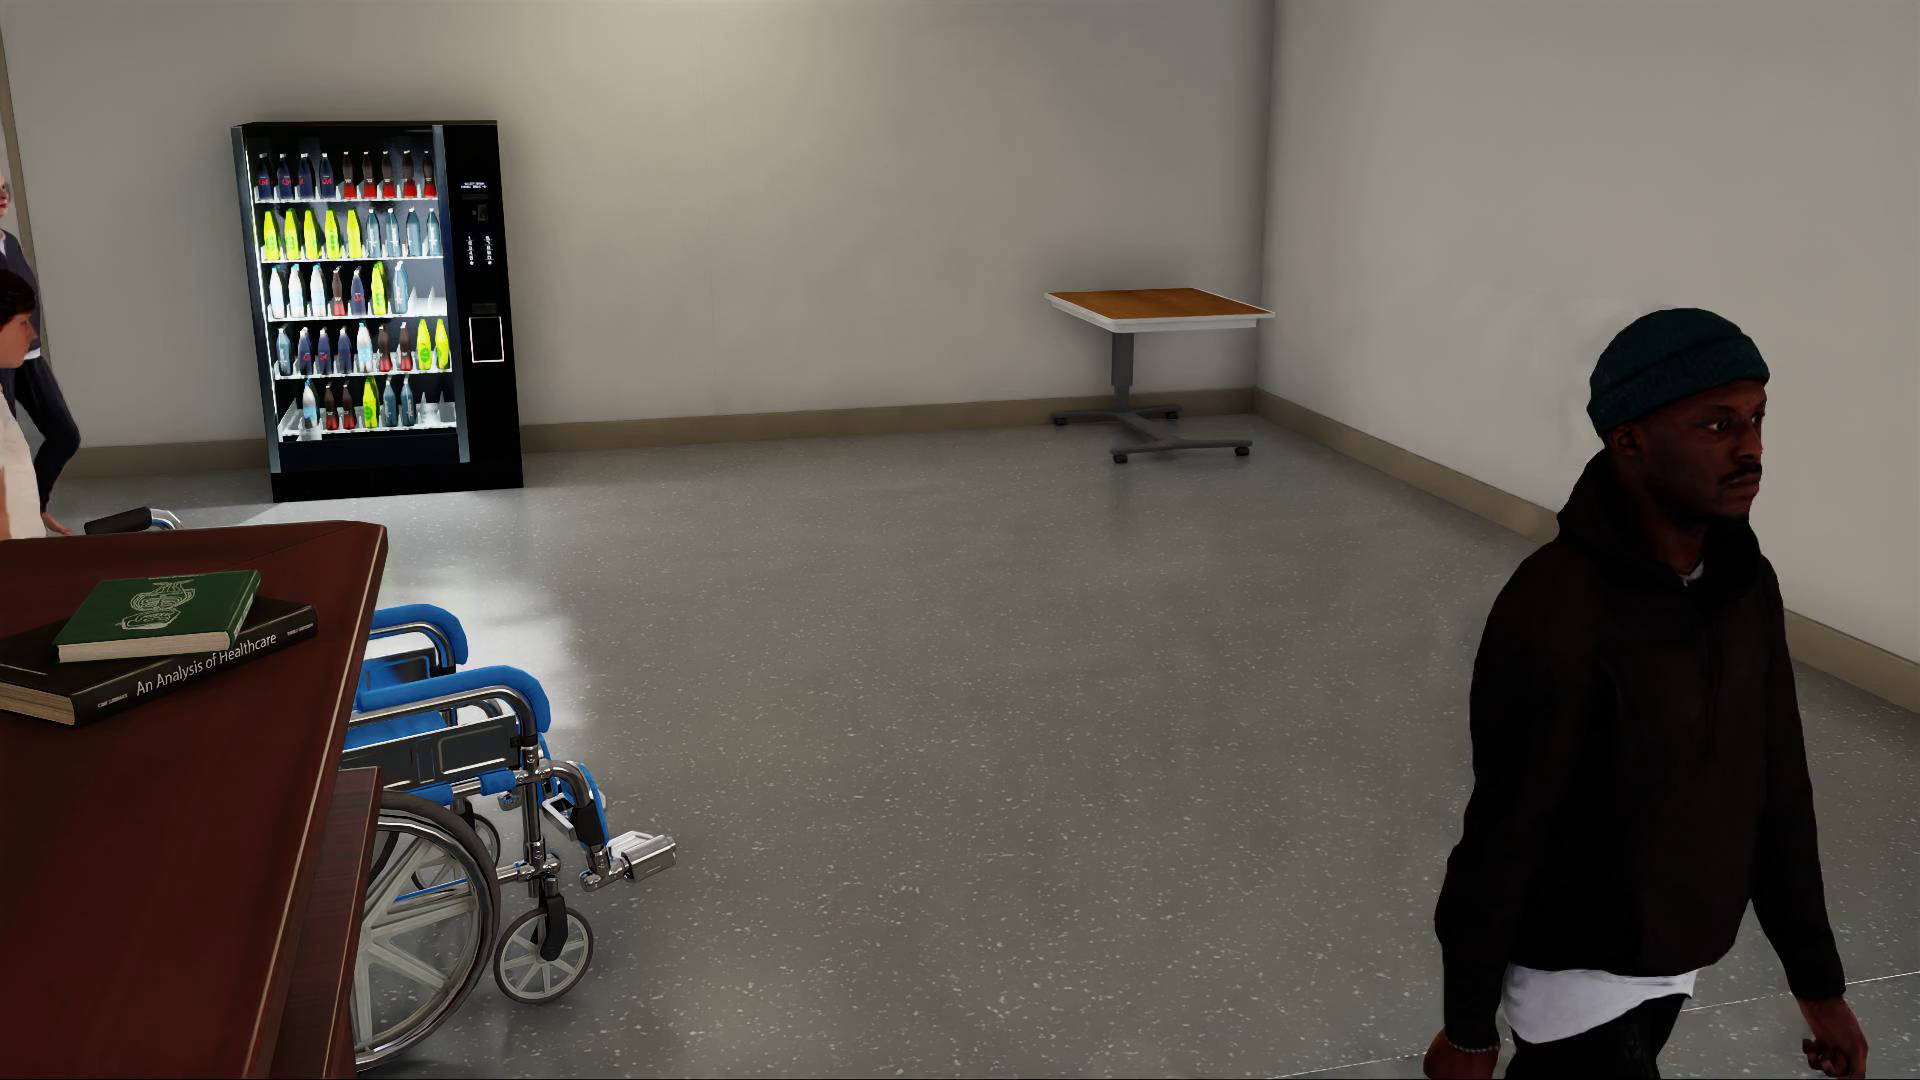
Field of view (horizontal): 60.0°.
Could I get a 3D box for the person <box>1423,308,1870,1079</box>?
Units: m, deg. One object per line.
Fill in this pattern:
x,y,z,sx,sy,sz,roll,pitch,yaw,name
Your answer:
0.827,0.576,2.358,1.191,1.771,1.041,-12,20,-37,person

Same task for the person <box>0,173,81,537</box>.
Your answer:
-4.272,-0.787,7.292,0.741,1.718,0.717,4,16,13,person
